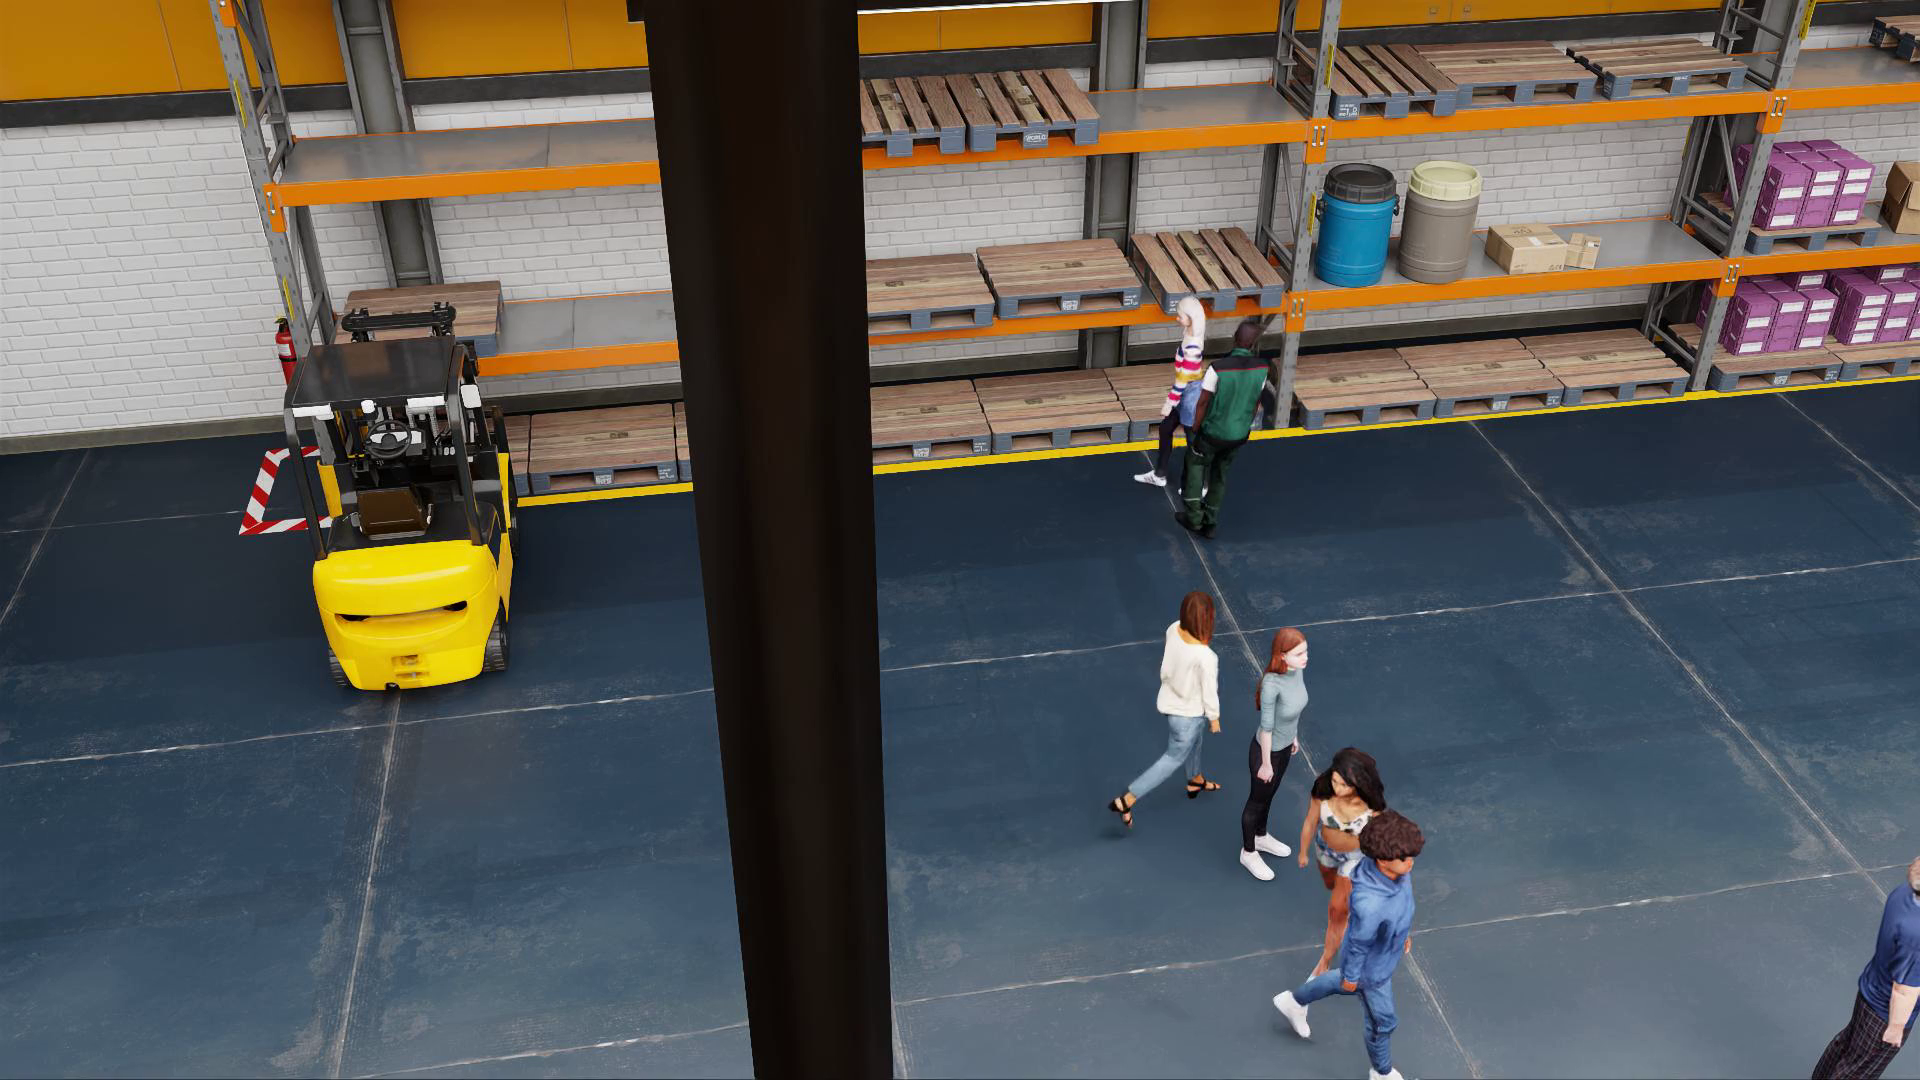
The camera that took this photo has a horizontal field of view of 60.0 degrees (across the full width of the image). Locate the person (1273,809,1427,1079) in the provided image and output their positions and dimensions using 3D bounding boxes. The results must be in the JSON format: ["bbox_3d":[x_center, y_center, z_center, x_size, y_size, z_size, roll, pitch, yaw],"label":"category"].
[{"bbox_3d":[2.035,2.059,8.511,1.213,1.784,1.112,18,38,25],"label":"person"}]

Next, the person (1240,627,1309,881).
[{"bbox_3d":[1.847,1.231,9.793,0.728,1.743,0.666,22,39,29],"label":"person"}]

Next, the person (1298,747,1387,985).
[{"bbox_3d":[2.143,1.721,9.206,1.065,1.575,1.075,13,36,19],"label":"person"}]

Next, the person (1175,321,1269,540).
[{"bbox_3d":[2.078,-0.793,12.781,0.731,1.805,0.875,-17,37,-24],"label":"person"}]

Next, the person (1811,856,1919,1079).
[{"bbox_3d":[4.542,2.249,8.145,0.748,1.872,0.738,14,36,20],"label":"person"}]

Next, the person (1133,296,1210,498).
[{"bbox_3d":[1.923,-1.113,13.285,0.919,1.782,0.746,0,34,1],"label":"person"}]

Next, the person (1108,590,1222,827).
[{"bbox_3d":[1.278,1.060,10.141,1.129,1.641,0.787,-13,36,-18],"label":"person"}]
